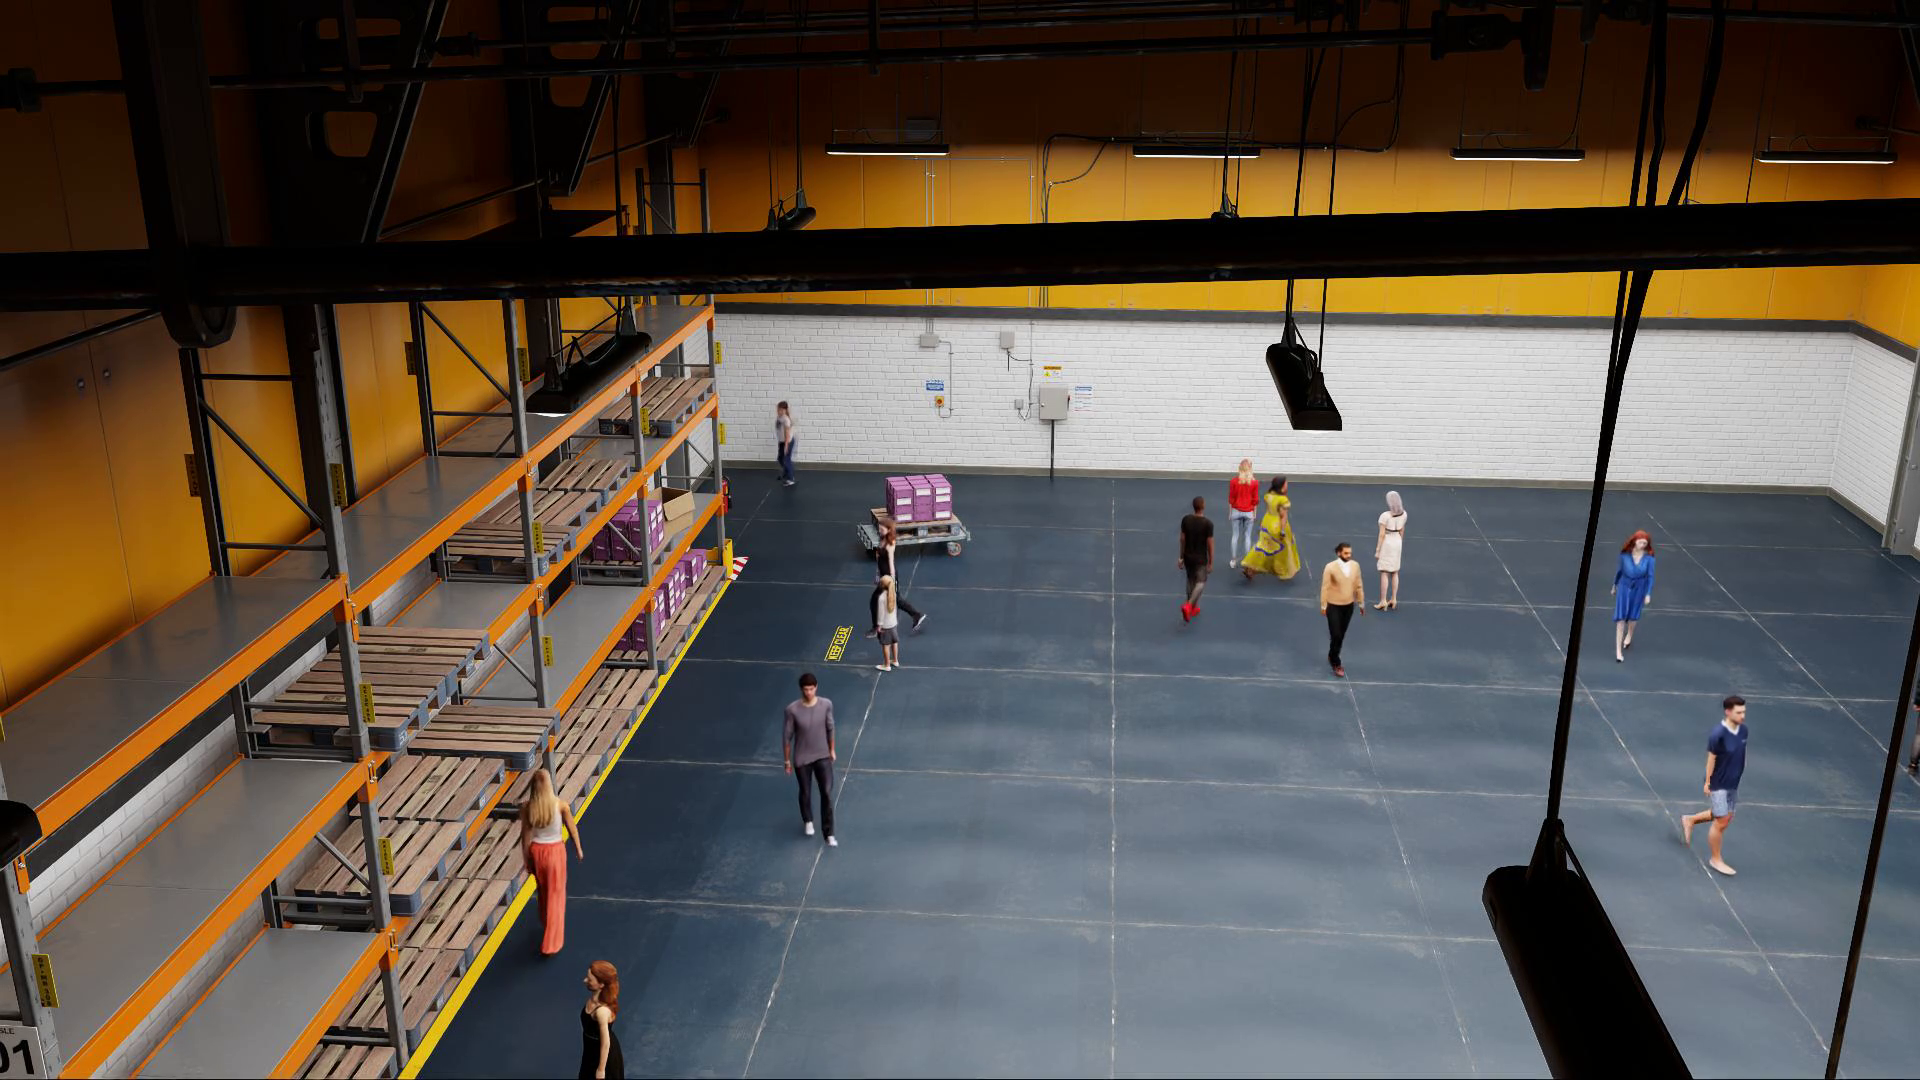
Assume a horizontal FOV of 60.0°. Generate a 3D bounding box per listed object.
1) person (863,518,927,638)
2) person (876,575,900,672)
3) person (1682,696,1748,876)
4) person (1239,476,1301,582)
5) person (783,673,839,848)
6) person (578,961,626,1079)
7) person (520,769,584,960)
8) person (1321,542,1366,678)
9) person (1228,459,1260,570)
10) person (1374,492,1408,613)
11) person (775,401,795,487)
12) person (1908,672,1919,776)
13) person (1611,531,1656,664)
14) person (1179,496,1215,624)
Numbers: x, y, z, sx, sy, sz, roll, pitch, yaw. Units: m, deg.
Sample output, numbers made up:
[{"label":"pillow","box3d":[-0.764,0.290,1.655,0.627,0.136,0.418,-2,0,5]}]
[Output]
[{"label":"person","box3d":[-0.879,0.505,22.435,0.939,1.702,1.124,-5,19,-13]},{"label":"person","box3d":[-0.937,1.057,21.466,0.657,1.275,0.580,13,22,33]},{"label":"person","box3d":[7.568,2.389,16.639,0.924,1.830,1.098,-8,20,-23]},{"label":"person","box3d":[4.564,-0.137,24.453,1.284,1.631,1.326,-10,21,-28]},{"label":"person","box3d":[-1.552,2.201,17.200,0.906,1.830,1.056,-5,19,-13]},{"label":"person","box3d":[-2.675,3.883,12.525,0.714,1.625,0.627,-6,20,-18]},{"label":"person","box3d":[-3.741,2.957,15.032,0.642,1.780,0.893,2,19,7]},{"label":"person","box3d":[4.858,0.831,21.424,0.865,1.730,1.000,-7,20,-19]},{"label":"person","box3d":[4.263,-0.393,25.101,0.595,1.702,0.496,2,19,5]},{"label":"person","box3d":[6.062,0.153,23.423,0.683,1.738,0.695,-8,20,-22]},{"label":"person","box3d":[-3.066,-1.718,29.303,0.831,1.532,0.755,-7,20,-20]},{"label":"person","box3d":[10.900,1.835,18.506,0.737,1.709,0.741,17,25,40]},{"label":"person","box3d":[8.786,0.700,21.758,0.900,1.764,1.246,10,21,27]},{"label":"person","box3d":[3.215,0.293,22.931,0.930,1.787,1.119,11,21,29]}]
